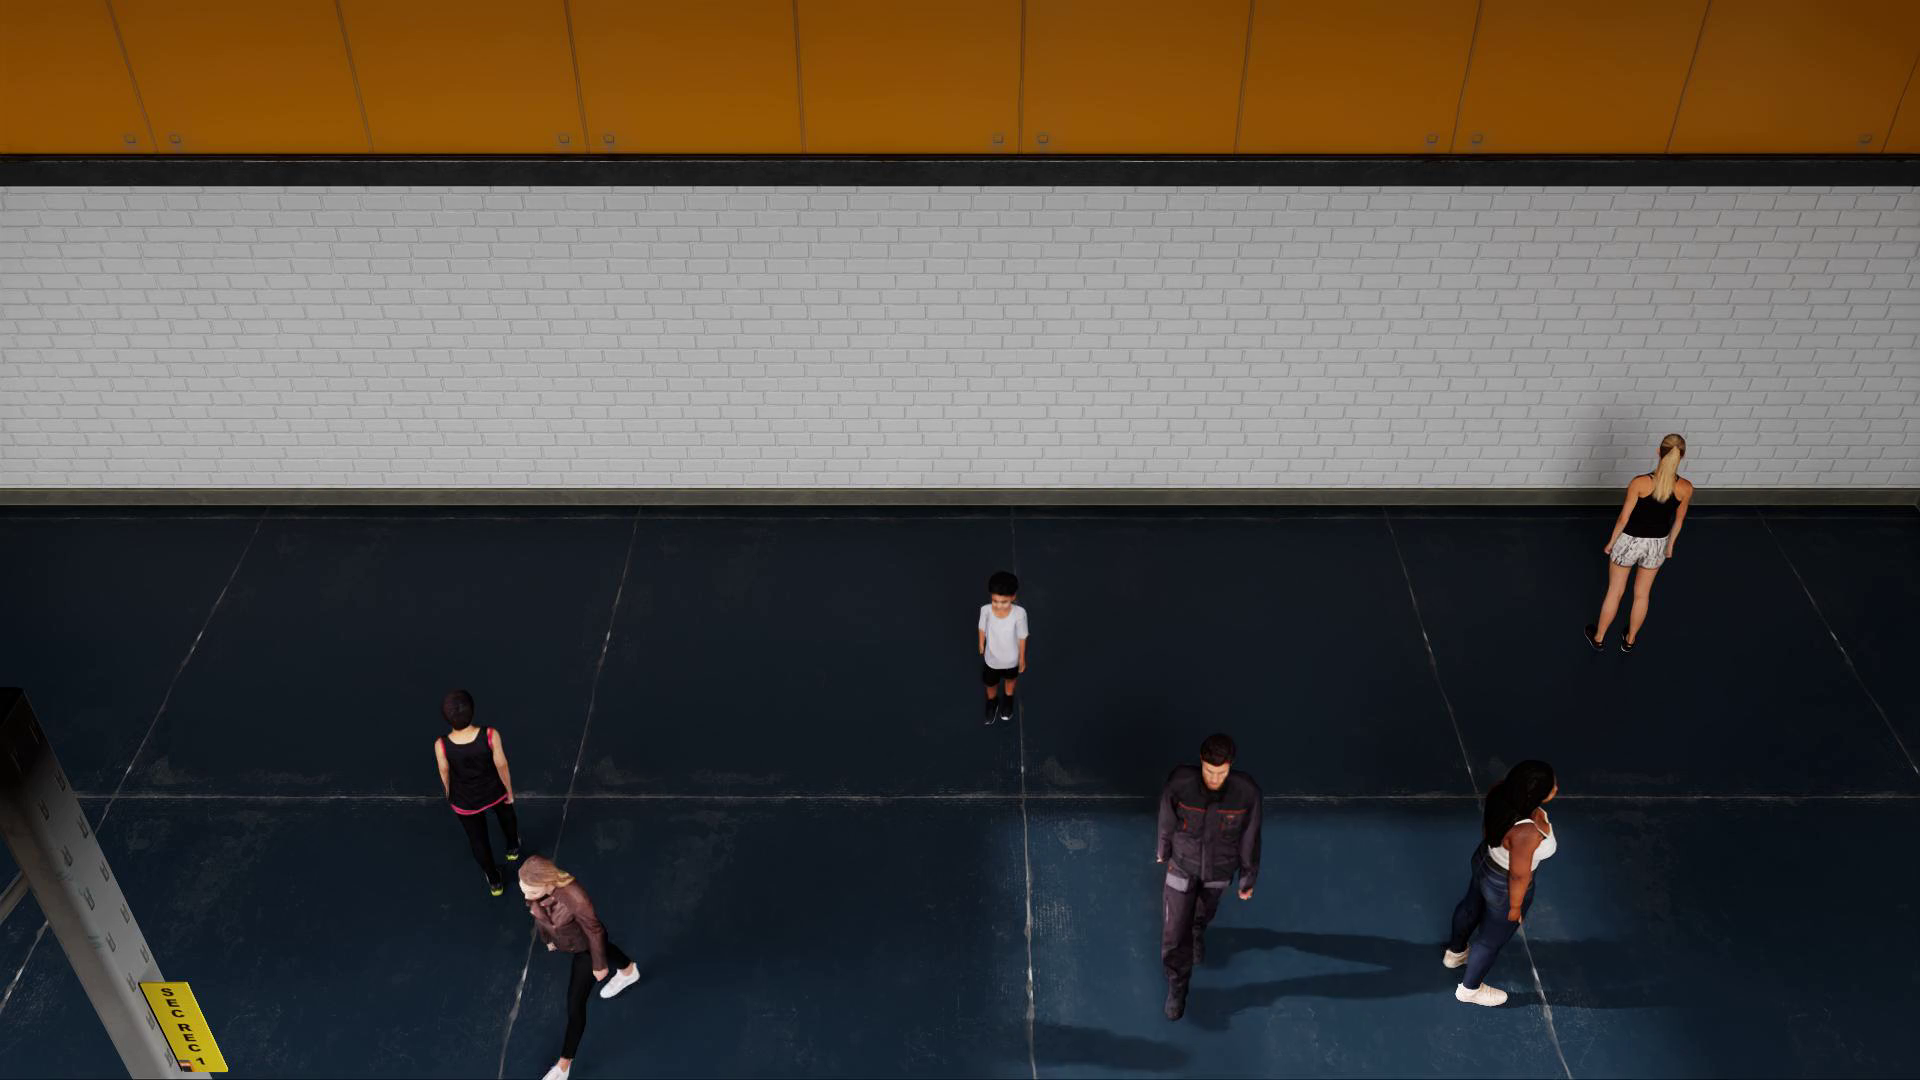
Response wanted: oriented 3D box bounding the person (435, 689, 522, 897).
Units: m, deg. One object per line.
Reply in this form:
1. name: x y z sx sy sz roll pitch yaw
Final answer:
1. person: -2.868 1.545 9.915 0.676 1.539 0.781 -14 41 -17

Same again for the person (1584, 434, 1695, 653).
1. person: 4.749 0.021 11.579 0.645 1.846 0.572 6 39 7

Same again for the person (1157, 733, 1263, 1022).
1. person: 1.383 1.719 9.397 0.783 1.915 1.028 3 39 3

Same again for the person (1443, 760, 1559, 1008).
1. person: 3.008 1.881 9.279 0.706 1.809 0.537 -2 39 -2

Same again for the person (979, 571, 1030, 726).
1. person: 0.301 0.671 11.244 0.515 1.247 0.538 3 39 3

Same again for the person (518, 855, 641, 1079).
1. person: -2.013 2.166 9.077 1.051 1.615 1.258 24 45 27
